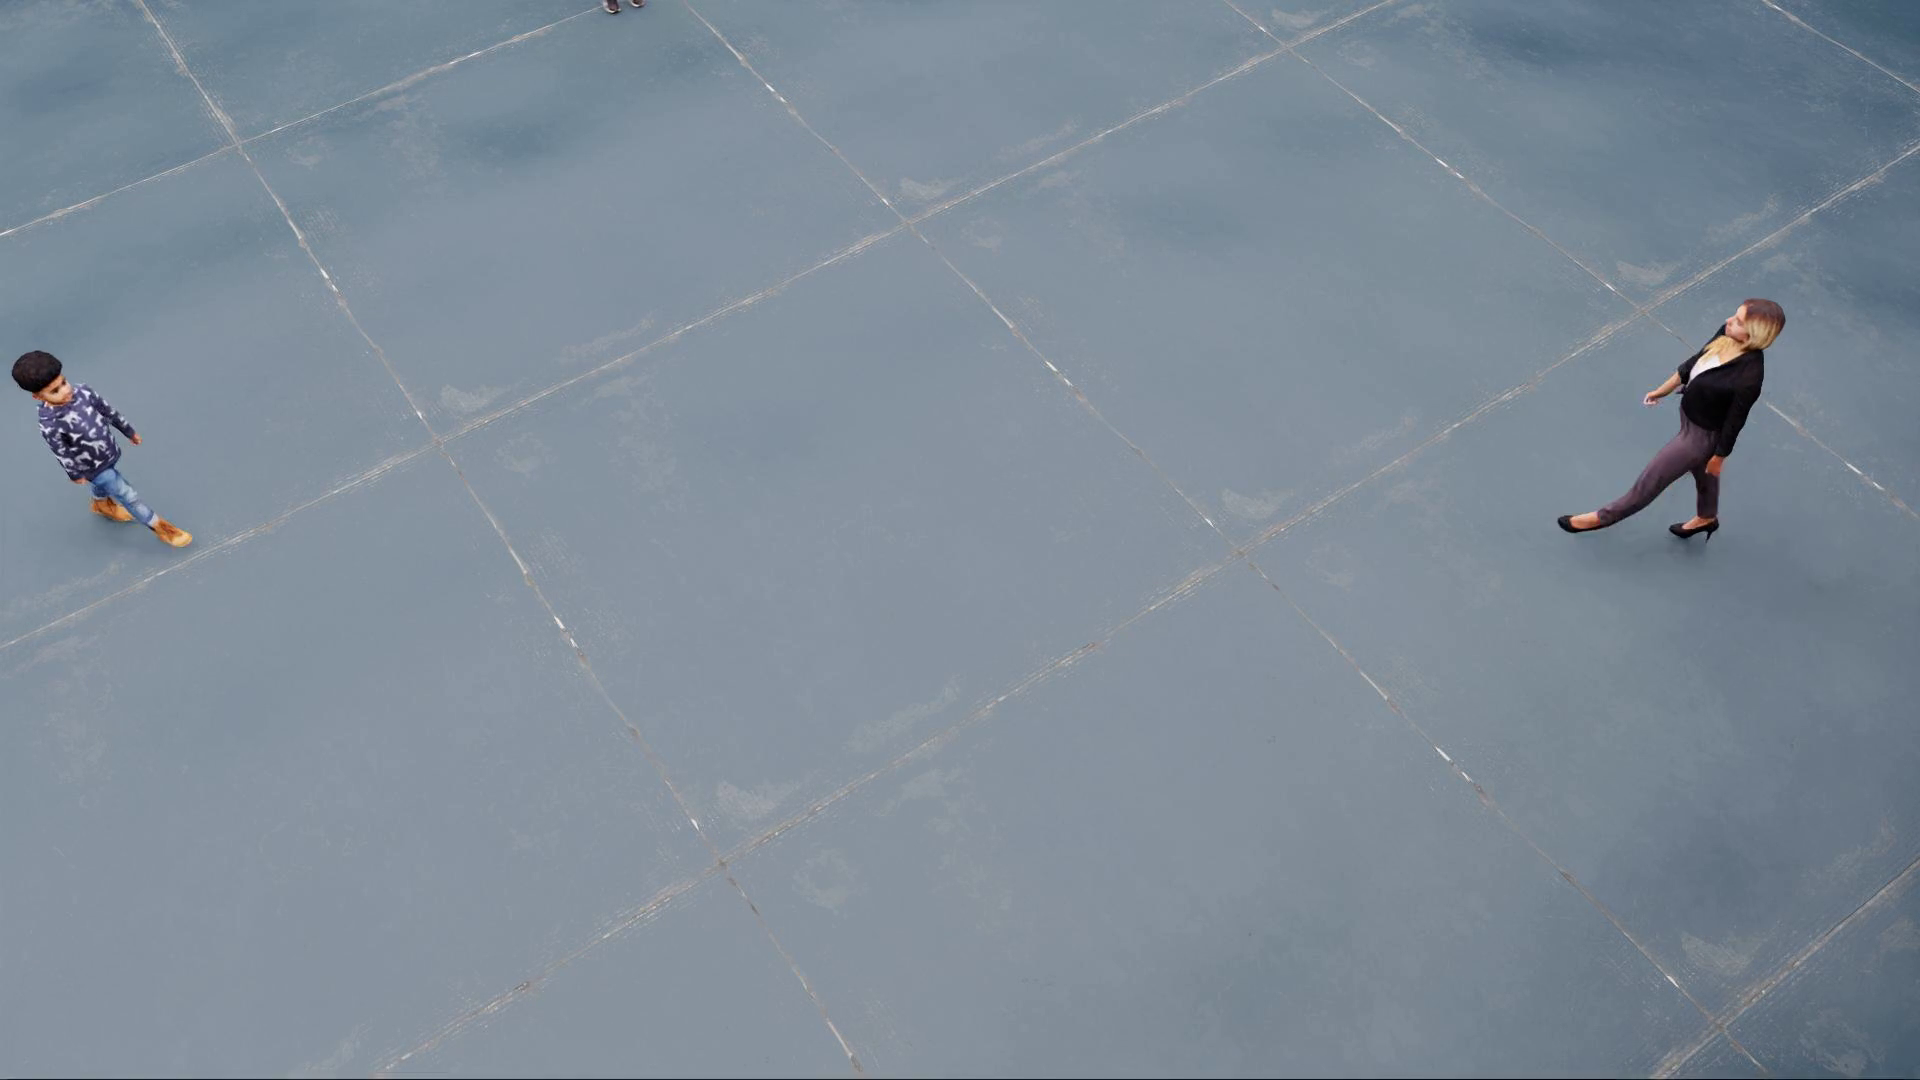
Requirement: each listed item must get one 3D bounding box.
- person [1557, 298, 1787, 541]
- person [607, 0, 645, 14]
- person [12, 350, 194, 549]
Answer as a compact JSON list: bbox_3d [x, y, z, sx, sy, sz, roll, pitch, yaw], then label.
[{"bbox_3d":[3.550,-0.493,7.759,1.078,1.636,1.020,8,53,6],"label":"person"},{"bbox_3d":[-2.260,-3.965,10.780,0.443,1.112,0.478,-25,56,-18],"label":"person"},{"bbox_3d":[-4.207,-0.448,7.984,0.905,1.224,0.804,13,53,10],"label":"person"}]
